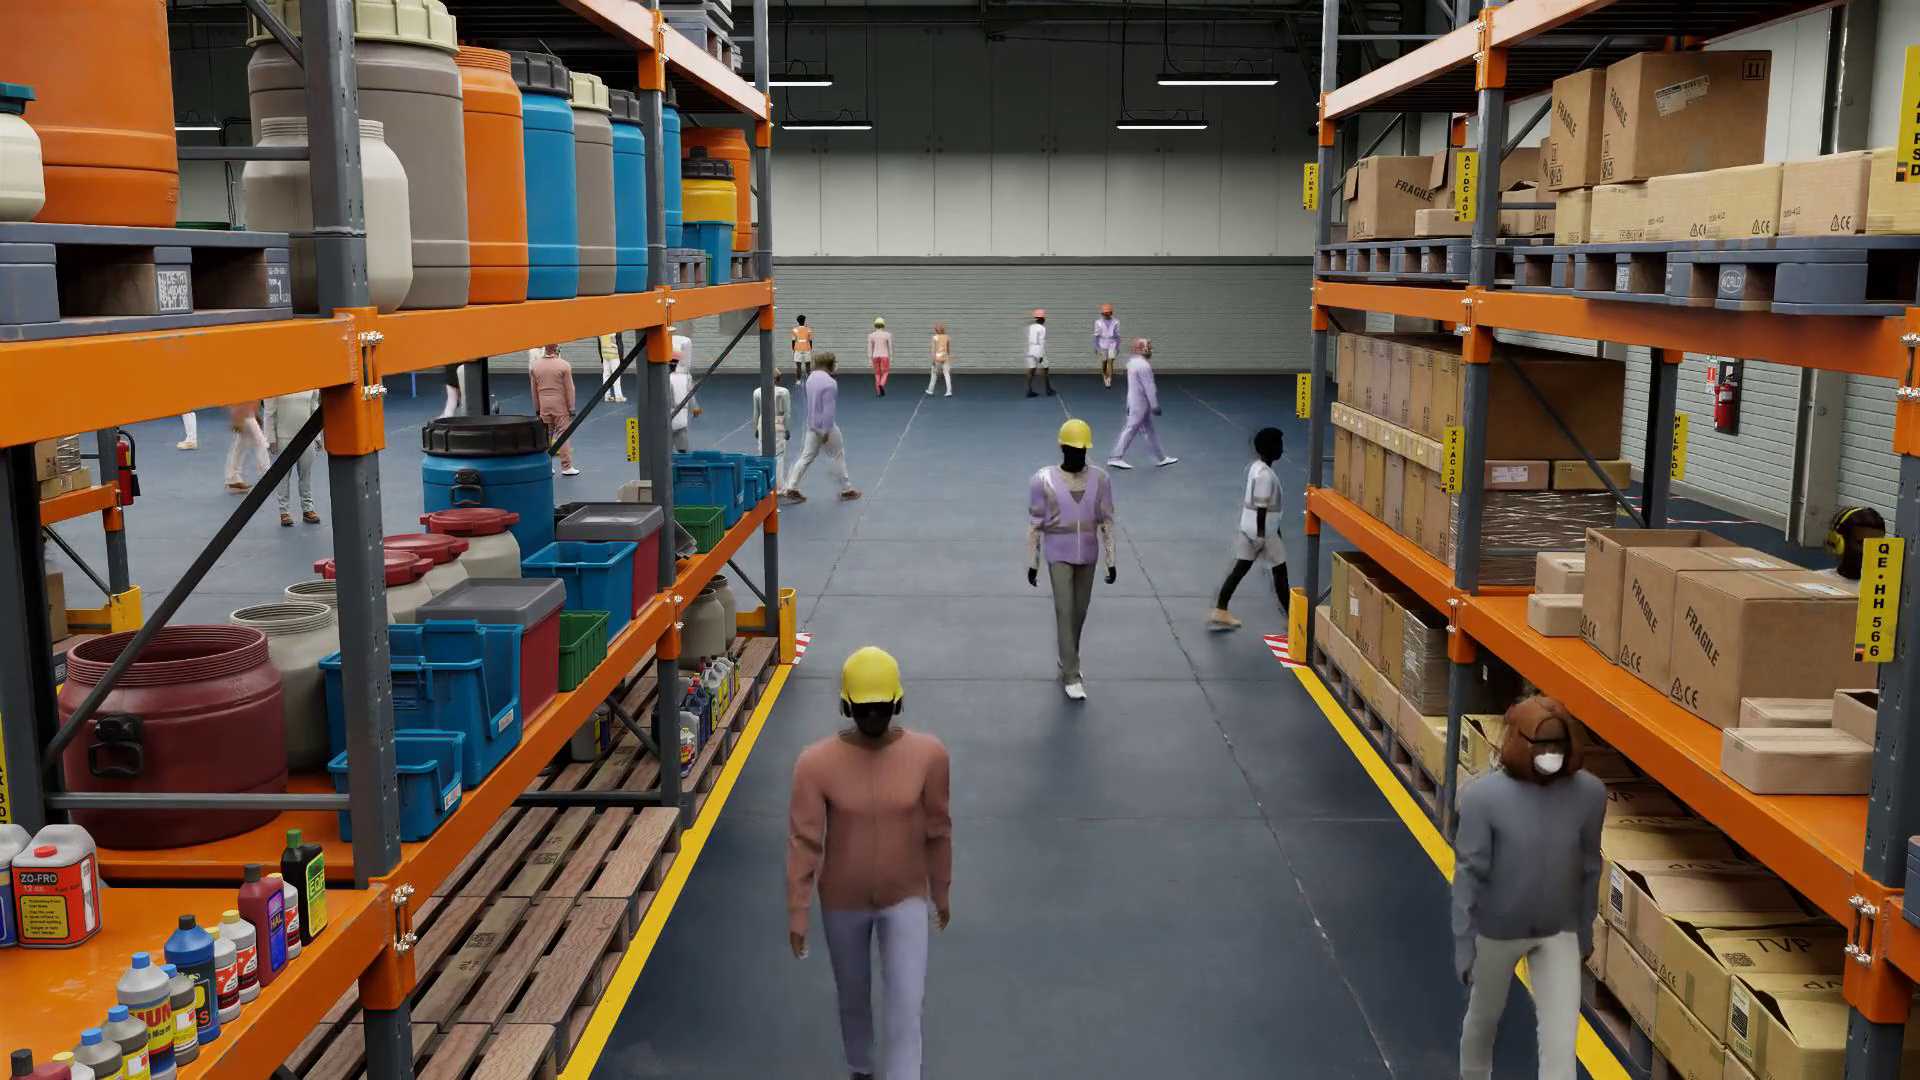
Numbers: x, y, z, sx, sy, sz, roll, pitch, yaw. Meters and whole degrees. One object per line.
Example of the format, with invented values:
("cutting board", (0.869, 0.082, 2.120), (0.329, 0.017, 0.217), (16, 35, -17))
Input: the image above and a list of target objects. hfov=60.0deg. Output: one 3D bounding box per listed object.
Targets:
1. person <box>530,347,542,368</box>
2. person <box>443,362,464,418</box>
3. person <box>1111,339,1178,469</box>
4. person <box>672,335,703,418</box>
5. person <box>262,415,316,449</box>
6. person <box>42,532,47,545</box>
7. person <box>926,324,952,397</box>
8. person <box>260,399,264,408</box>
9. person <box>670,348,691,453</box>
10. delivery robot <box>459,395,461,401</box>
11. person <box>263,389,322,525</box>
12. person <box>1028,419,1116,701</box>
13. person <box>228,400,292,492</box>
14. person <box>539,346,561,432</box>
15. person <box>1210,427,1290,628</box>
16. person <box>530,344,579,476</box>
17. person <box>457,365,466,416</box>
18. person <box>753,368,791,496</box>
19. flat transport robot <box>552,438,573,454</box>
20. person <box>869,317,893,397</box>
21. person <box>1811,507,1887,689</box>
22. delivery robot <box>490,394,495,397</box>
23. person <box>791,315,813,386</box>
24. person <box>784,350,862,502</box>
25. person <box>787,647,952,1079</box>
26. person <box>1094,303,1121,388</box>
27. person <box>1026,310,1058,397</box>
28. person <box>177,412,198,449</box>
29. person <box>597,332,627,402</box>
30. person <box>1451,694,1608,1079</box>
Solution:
("person", (-7.823, -3.075, 31.352), (0.523, 1.603, 0.750), (-4, 10, -24))
("person", (-8.280, -2.615, 27.628), (0.631, 1.935, 1.046), (5, 11, 29))
("person", (2.635, -1.948, 23.886), (1.012, 1.853, 0.644), (0, 9, -1))
("person", (-5.238, -3.214, 31.320), (0.612, 1.895, 0.989), (4, 10, 22))
("person", (-10.791, -2.389, 26.509), (0.722, 1.853, 0.851), (3, 10, 19))
("person", (-9.608, -0.767, 16.670), (0.913, 1.907, 0.555), (4, 10, 22))
("person", (-0.437, -3.969, 36.746), (0.536, 1.590, 0.862), (-6, 11, -33))
("person", (-11.765, -2.615, 28.385), (0.396, 1.684, 0.547), (-4, 10, -24))
("person", (-3.517, -1.464, 20.843), (0.827, 1.907, 0.540), (7, 12, 35))
("delivery robot", (-10.225, -3.097, 34.487), (0.477, 0.478, 0.707), (-3, 10, -19))
("person", (-7.550, -1.153, 18.876), (0.628, 1.935, 0.373), (-9, 13, -42))
("person", (0.793, 0.096, 11.550), (0.609, 1.904, 0.806), (-3, 10, -16))
("person", (-9.062, -1.597, 21.442), (0.904, 1.956, 0.650), (-3, 10, -16))
("person", (-7.186, -2.879, 29.167), (0.389, 1.947, 0.602), (-4, 10, -24))
("person", (2.428, -0.085, 13.313), (0.870, 1.651, 0.539), (0, 9, 1))
("person", (-5.627, -1.852, 23.135), (0.638, 1.910, 0.407), (3, 10, 15))
("person", (-6.678, -1.813, 23.085), (0.561, 1.841, 0.768), (6, 11, 30))
("person", (-2.395, -1.383, 21.174), (0.503, 1.630, 0.323), (3, 10, 19))
("flat transport robot", (-6.761, -1.427, 25.612), (1.431, 0.197, 0.652), (-7, 12, -35))
("person", (-1.755, -4.031, 36.628), (0.544, 1.751, 0.485), (1, 10, 9))
("person", (4.032, 0.750, 7.693), (0.538, 1.859, 0.527), (0, 9, 2))
("delivery robot", (-9.344, -2.934, 32.735), (0.335, 0.223, 0.698), (-2, 10, -14))
("person", (-3.793, -4.551, 39.952), (0.536, 1.690, 0.325), (-3, 10, -18))
("person", (-1.741, -1.408, 20.582), (1.033, 1.890, 0.630), (-7, 12, -38))
("person", (-0.289, 1.194, 5.448), (0.551, 1.713, 0.917), (-1, 10, -7))
("person", (3.521, -4.653, 39.690), (0.617, 1.999, 1.022), (1, 10, 7))
("person", (1.804, -4.119, 36.715), (0.894, 1.896, 0.557), (-7, 12, -37))
("person", (-12.371, -2.377, 26.476), (0.428, 1.842, 0.631), (-4, 10, -20))
("person", (-7.404, -3.873, 35.441), (0.619, 1.845, 0.430), (5, 11, 28))
("person", (1.829, 1.274, 5.370), (0.523, 1.582, 0.871), (0, 9, -2))
